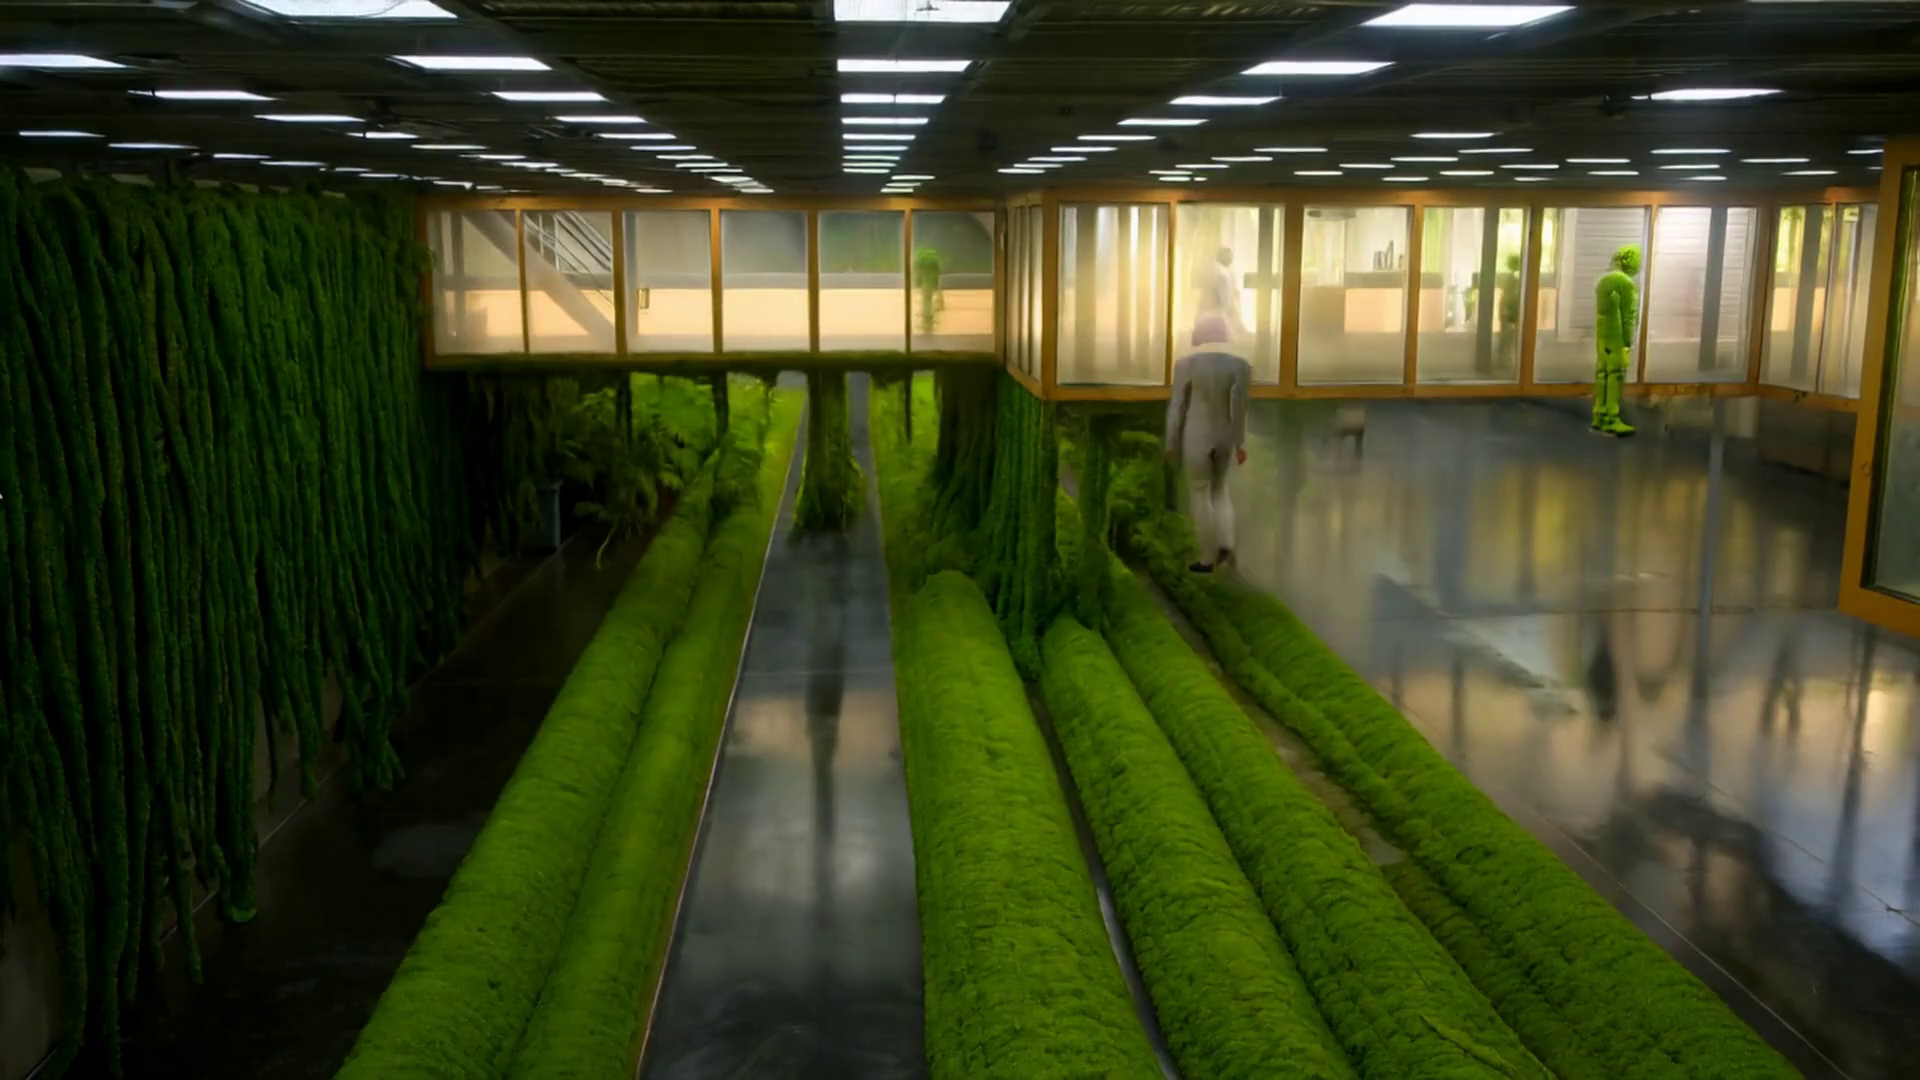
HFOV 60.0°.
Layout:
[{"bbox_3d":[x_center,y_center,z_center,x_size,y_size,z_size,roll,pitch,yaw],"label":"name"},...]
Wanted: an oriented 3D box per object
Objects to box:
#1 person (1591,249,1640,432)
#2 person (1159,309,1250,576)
[{"bbox_3d":[6.914,-2.091,17.465,0.406,1.904,0.654,-1,11,-4],"label":"person"},{"bbox_3d":[1.493,-0.586,10.132,0.503,1.619,0.374,-4,11,-22],"label":"person"}]
